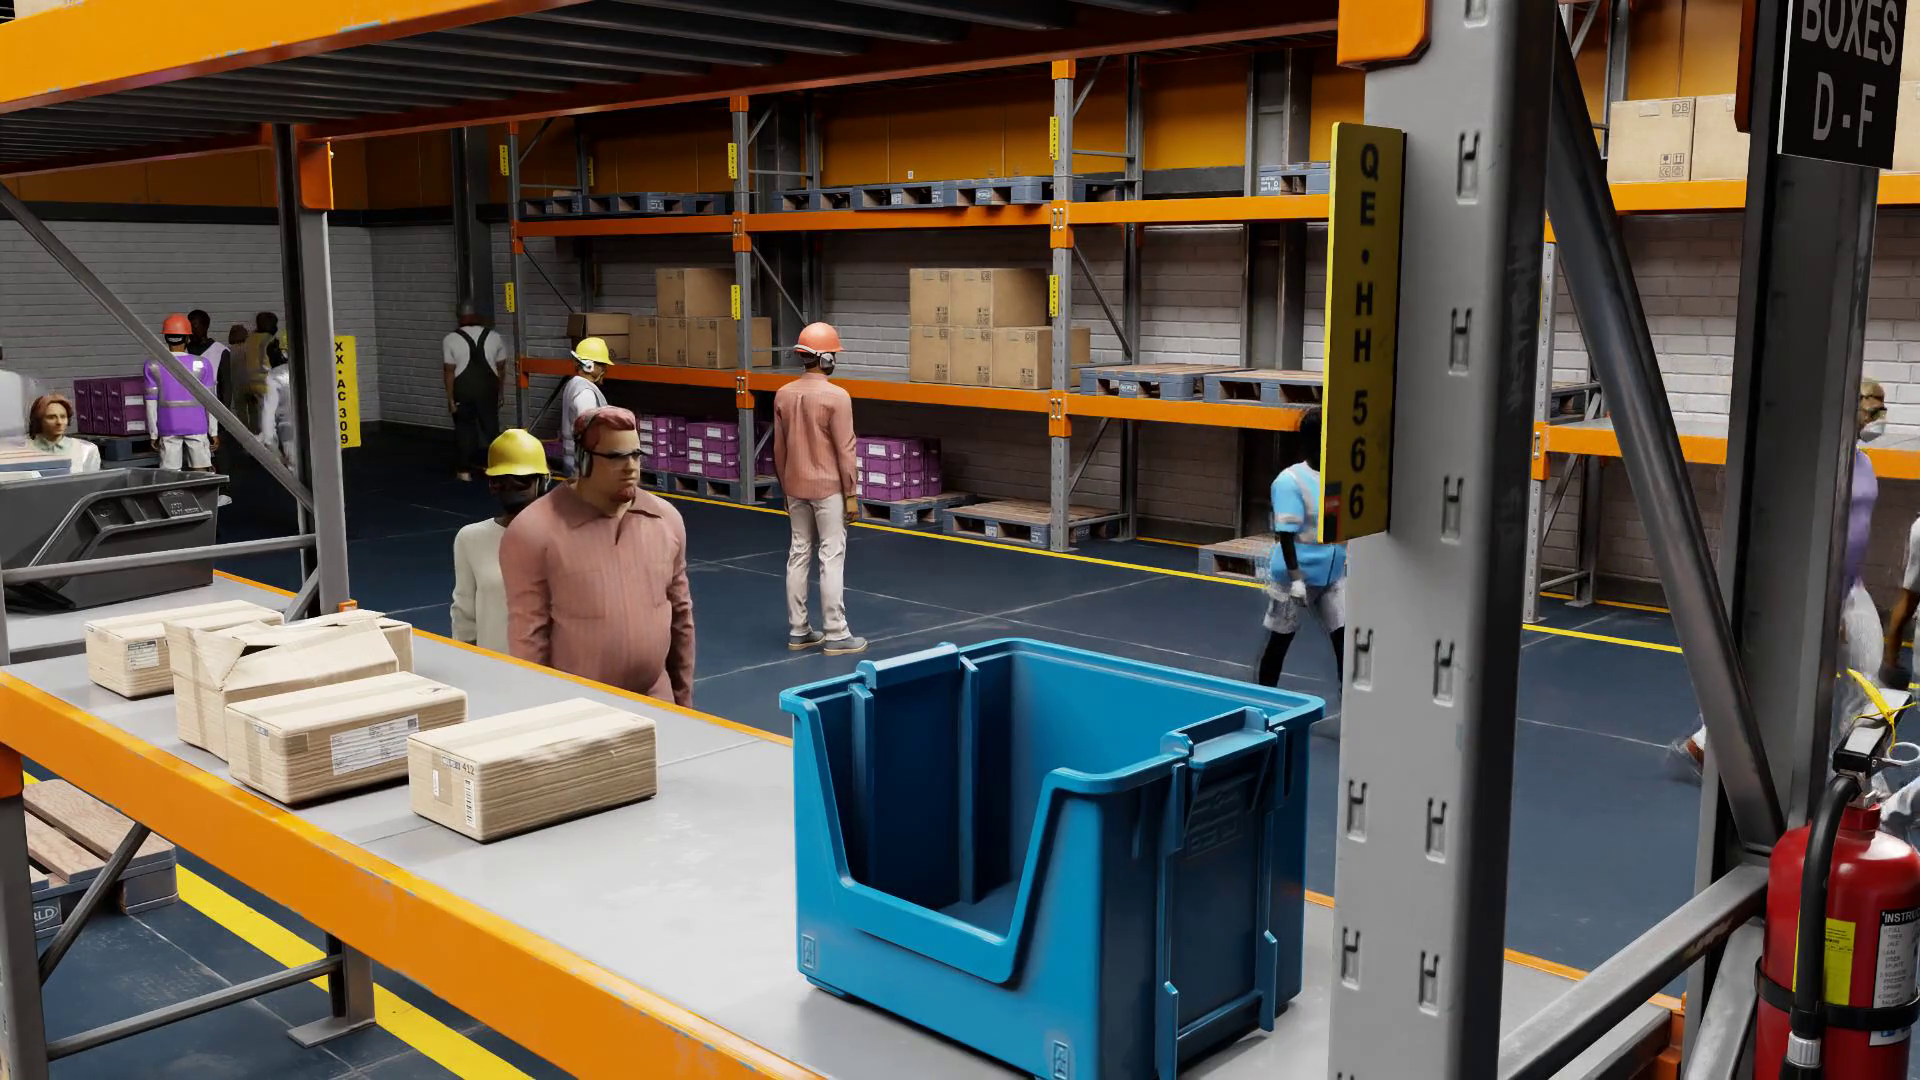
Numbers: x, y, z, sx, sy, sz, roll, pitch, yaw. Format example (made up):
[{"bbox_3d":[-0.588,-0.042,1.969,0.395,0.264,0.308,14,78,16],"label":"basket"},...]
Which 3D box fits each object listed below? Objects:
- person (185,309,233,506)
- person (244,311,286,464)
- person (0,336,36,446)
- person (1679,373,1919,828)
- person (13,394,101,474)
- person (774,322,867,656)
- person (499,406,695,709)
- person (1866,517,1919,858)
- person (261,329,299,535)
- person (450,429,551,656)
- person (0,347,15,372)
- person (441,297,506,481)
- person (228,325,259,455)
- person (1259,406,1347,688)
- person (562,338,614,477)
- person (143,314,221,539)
[{"bbox_3d":[-7.384,-1.288,16.278,0.593,1.922,0.392,2,10,13],"label":"person"},{"bbox_3d":[-8.136,-1.770,19.514,0.645,1.821,0.554,7,11,36],"label":"person"},{"bbox_3d":[-6.835,-0.577,11.901,0.942,1.931,0.606,6,11,31],"label":"person"},{"bbox_3d":[3.612,0.222,7.081,0.617,1.897,0.947,-7,11,-35],"label":"person"},{"bbox_3d":[-5.000,0.003,9.244,0.512,1.628,0.419,-8,13,-42],"label":"person"},{"bbox_3d":[-0.847,-0.304,10.012,0.609,1.995,0.378,7,12,36],"label":"person"},{"bbox_3d":[-1.112,0.523,5.277,0.647,1.897,0.398,-8,12,-39],"label":"person"},{"bbox_3d":[3.492,0.453,5.932,0.524,1.828,0.788,-1,9,-6],"label":"person"},{"bbox_3d":[-5.684,-0.908,14.274,0.597,1.808,0.615,7,12,37],"label":"person"},{"bbox_3d":[-1.519,0.495,5.811,0.527,1.772,0.306,1,9,6],"label":"person"},{"bbox_3d":[-9.903,-1.261,17.051,0.516,1.619,0.461,0,9,-3],"label":"person"},{"bbox_3d":[-5.235,-1.630,18.006,0.696,2.000,0.831,-6,11,-32],"label":"person"},{"bbox_3d":[-8.964,-1.873,20.745,0.531,1.615,0.558,-7,12,-38],"label":"person"},{"bbox_3d":[1.753,0.191,8.002,0.545,1.660,0.826,-6,11,-32],"label":"person"},{"bbox_3d":[-2.665,-0.548,12.044,0.403,1.823,0.588,-4,10,-22],"label":"person"},{"bbox_3d":[-6.572,-0.937,14.075,0.553,1.935,0.361,-3,10,-19],"label":"person"}]
